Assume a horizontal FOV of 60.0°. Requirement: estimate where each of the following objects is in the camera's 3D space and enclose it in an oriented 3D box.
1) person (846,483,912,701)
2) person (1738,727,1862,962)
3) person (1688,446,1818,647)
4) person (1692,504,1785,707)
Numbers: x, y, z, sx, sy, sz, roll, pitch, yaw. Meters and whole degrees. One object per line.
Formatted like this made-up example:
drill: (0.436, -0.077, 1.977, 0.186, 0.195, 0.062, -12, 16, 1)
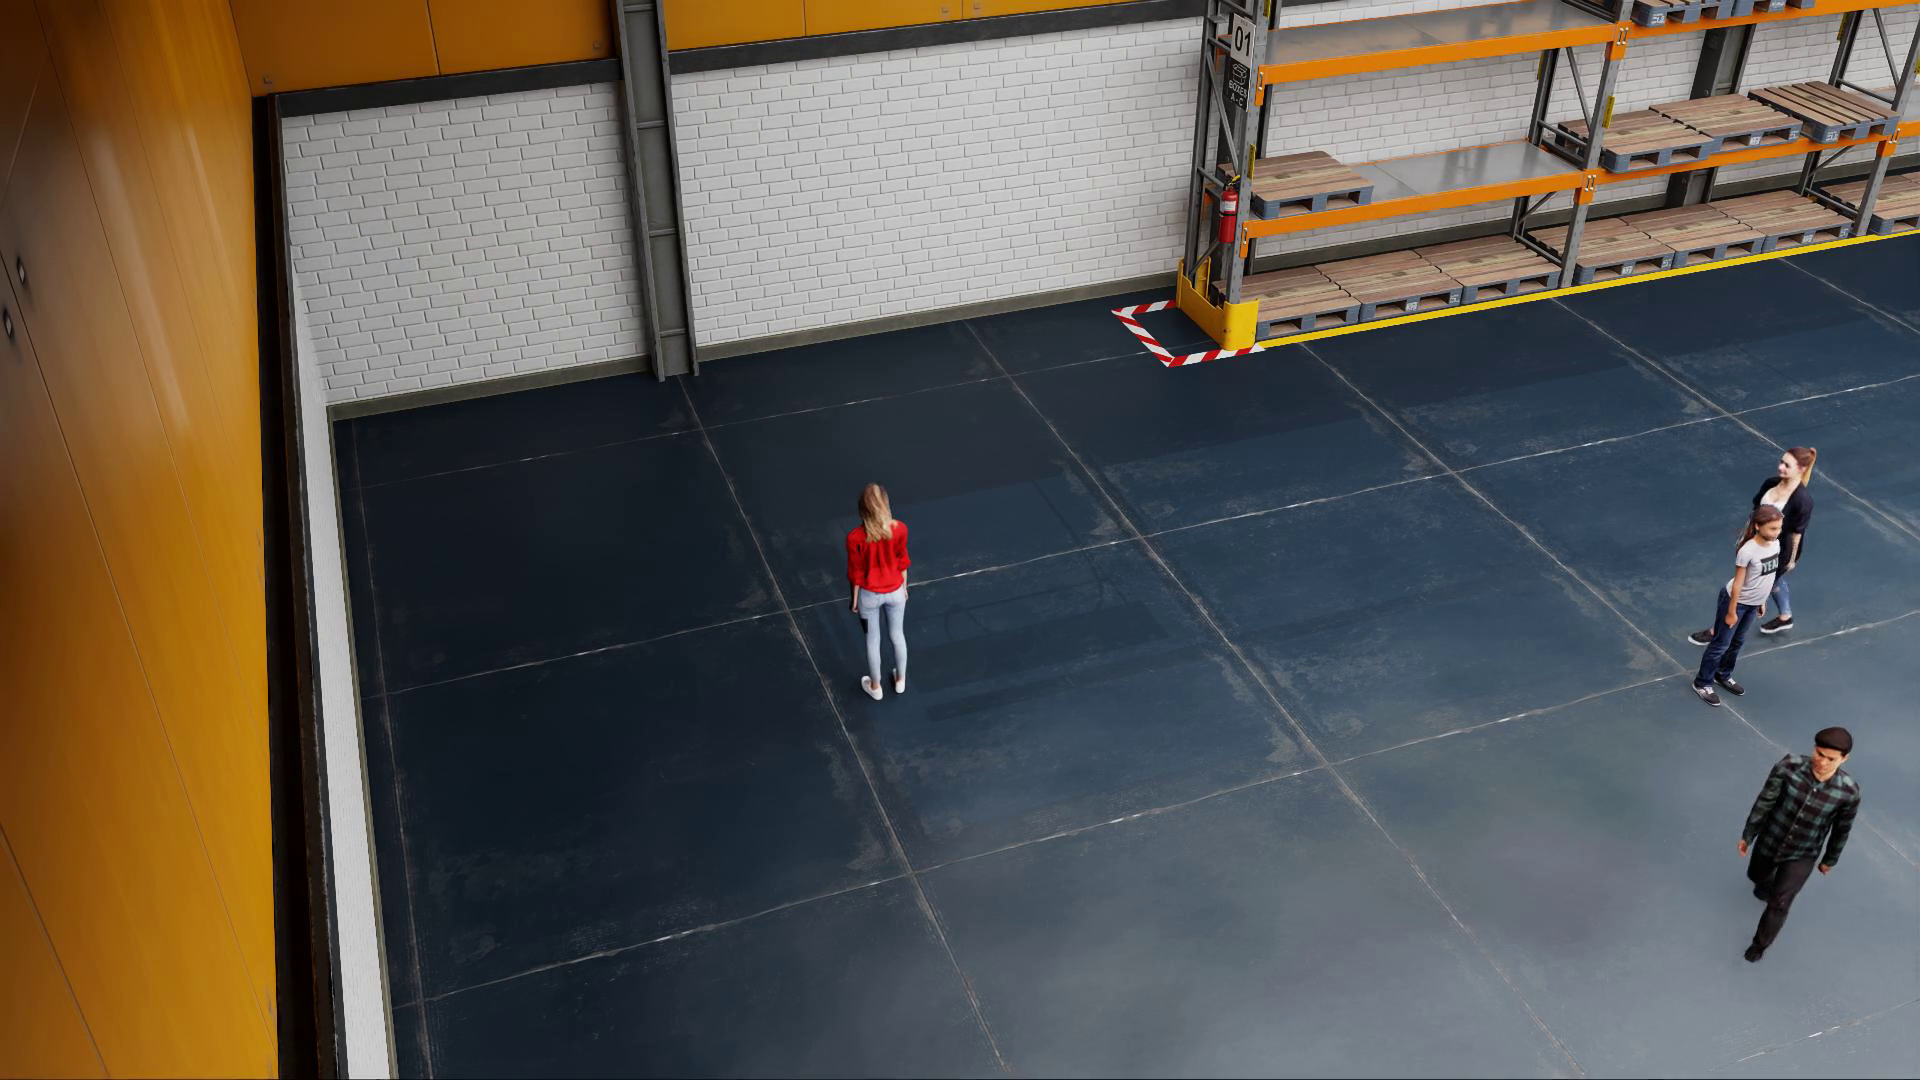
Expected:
person: (-0.557, 0.367, 11.560, 0.433, 1.706, 0.671, -12, 35, -17)
person: (4.877, 1.724, 9.720, 0.997, 1.693, 1.149, 26, 42, 33)
person: (5.968, 0.066, 12.071, 1.155, 1.639, 0.786, -5, 34, -7)
person: (5.461, 0.421, 11.607, 0.499, 1.563, 0.620, -17, 37, -24)
